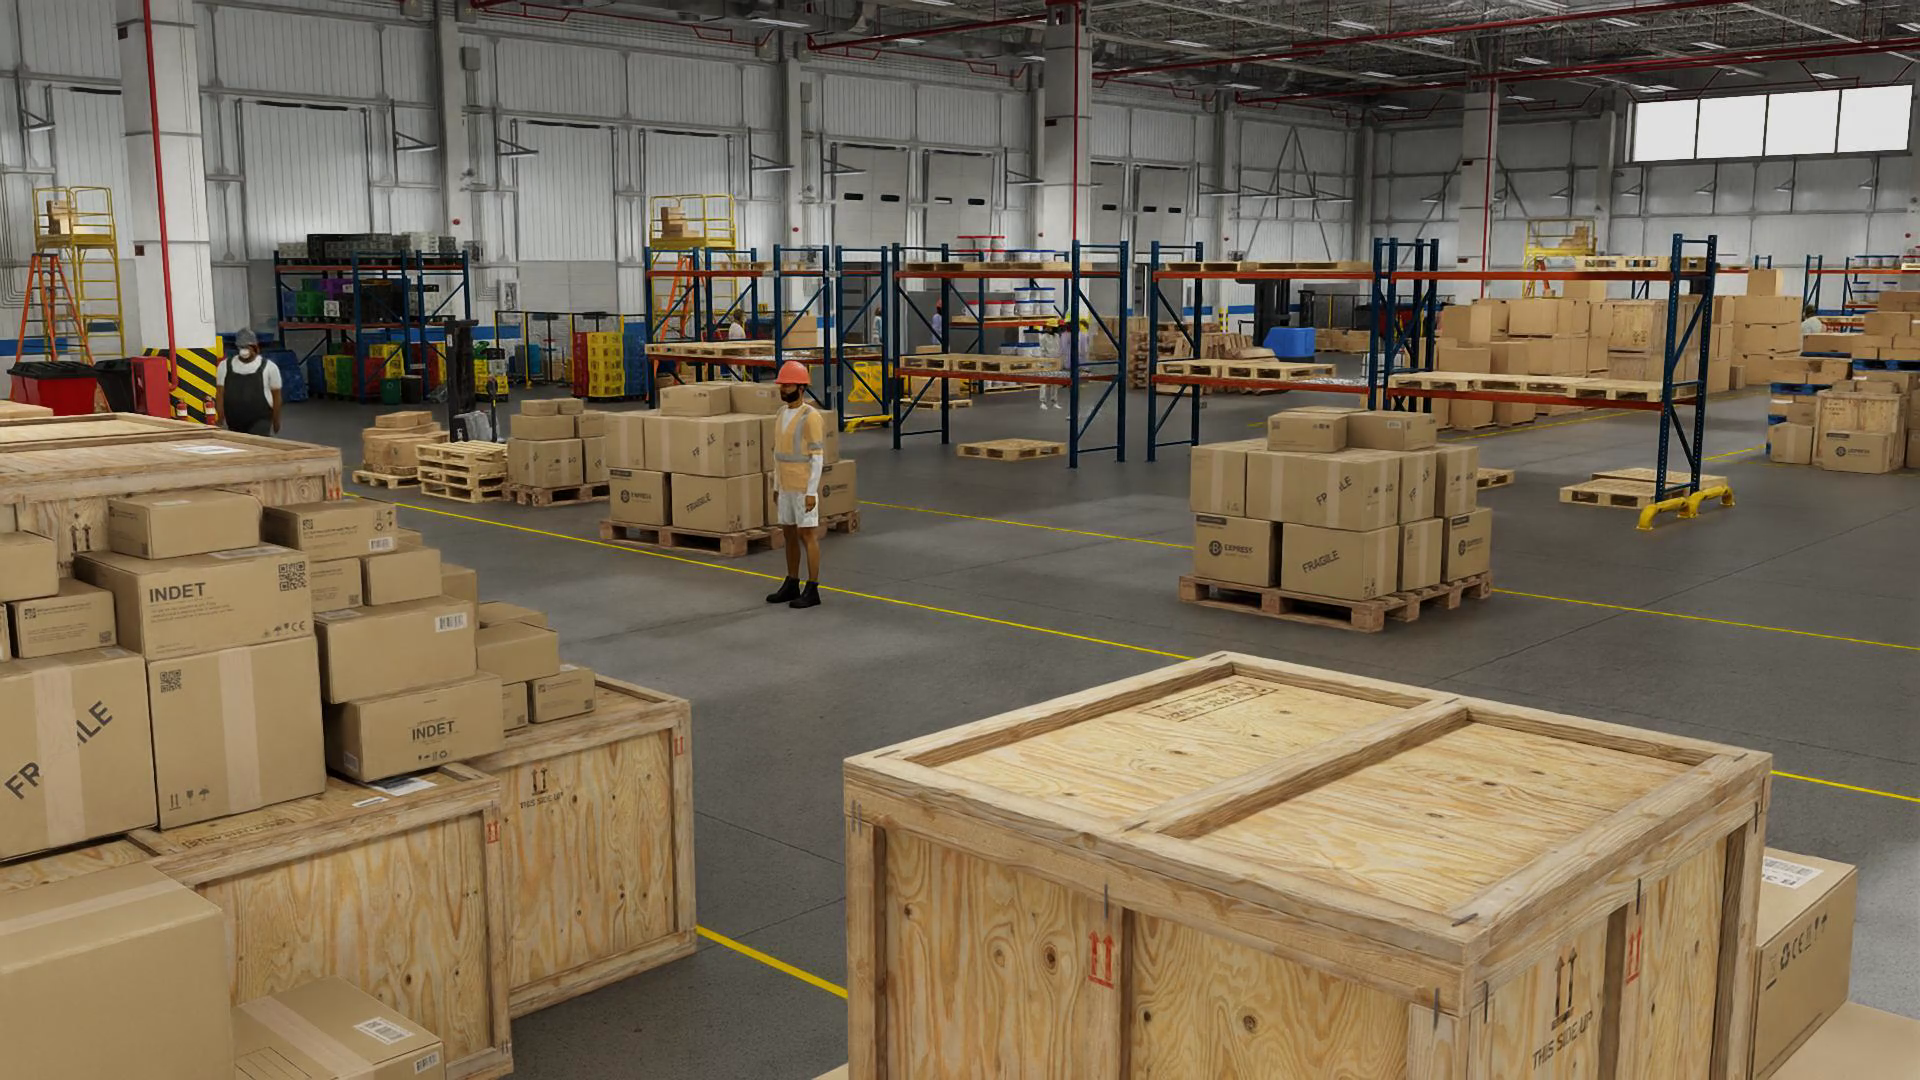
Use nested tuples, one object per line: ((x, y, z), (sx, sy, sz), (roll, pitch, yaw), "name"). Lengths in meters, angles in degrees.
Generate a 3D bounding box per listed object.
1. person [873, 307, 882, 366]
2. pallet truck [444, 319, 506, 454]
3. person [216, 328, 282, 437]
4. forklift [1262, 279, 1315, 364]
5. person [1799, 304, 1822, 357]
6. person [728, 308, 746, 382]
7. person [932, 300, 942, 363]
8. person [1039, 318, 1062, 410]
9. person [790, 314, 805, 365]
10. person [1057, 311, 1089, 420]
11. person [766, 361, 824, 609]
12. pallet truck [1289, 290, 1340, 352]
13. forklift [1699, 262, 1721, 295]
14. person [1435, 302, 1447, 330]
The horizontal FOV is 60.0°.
((-2.174, -5.391, 44.430), (0.316, 1.632, 0.524), (-2, 9, -11), "person")
((-6.981, -1.942, 22.150), (1.885, 1.965, 0.823), (1, 9, 9), "pallet truck")
((-8.188, -1.479, 19.180), (0.682, 2.000, 1.020), (-1, 9, -5), "person")
((8.557, -6.090, 44.881), (1.873, 2.768, 1.129), (9, 13, 43), "forklift")
((17.395, -3.858, 34.081), (0.635, 1.937, 0.352), (-8, 12, -40), "person")
((-4.127, -3.334, 30.878), (0.357, 1.939, 0.633), (-1, 9, -8), "person")
((-0.458, -4.627, 38.830), (0.369, 1.929, 0.542), (2, 9, 11), "person")
((1.731, -3.328, 31.462), (0.488, 1.736, 0.323), (-5, 11, -30), "person")
((-3.114, -3.283, 30.903), (0.467, 1.824, 0.694), (-2, 9, -9), "person")
((1.932, -3.038, 29.122), (0.539, 1.908, 0.624), (-9, 13, -43), "person")
((-1.301, -0.435, 13.084), (0.348, 1.942, 0.548), (-8, 12, -41), "person")
((11.297, -6.951, 52.861), (1.885, 1.965, 0.823), (-5, 11, -29), "pallet truck")
((20.092, -6.078, 44.812), (1.873, 2.768, 1.129), (3, 10, 17), "forklift")
((14.659, -6.392, 50.450), (0.539, 1.673, 0.709), (1, 9, 3), "person")
